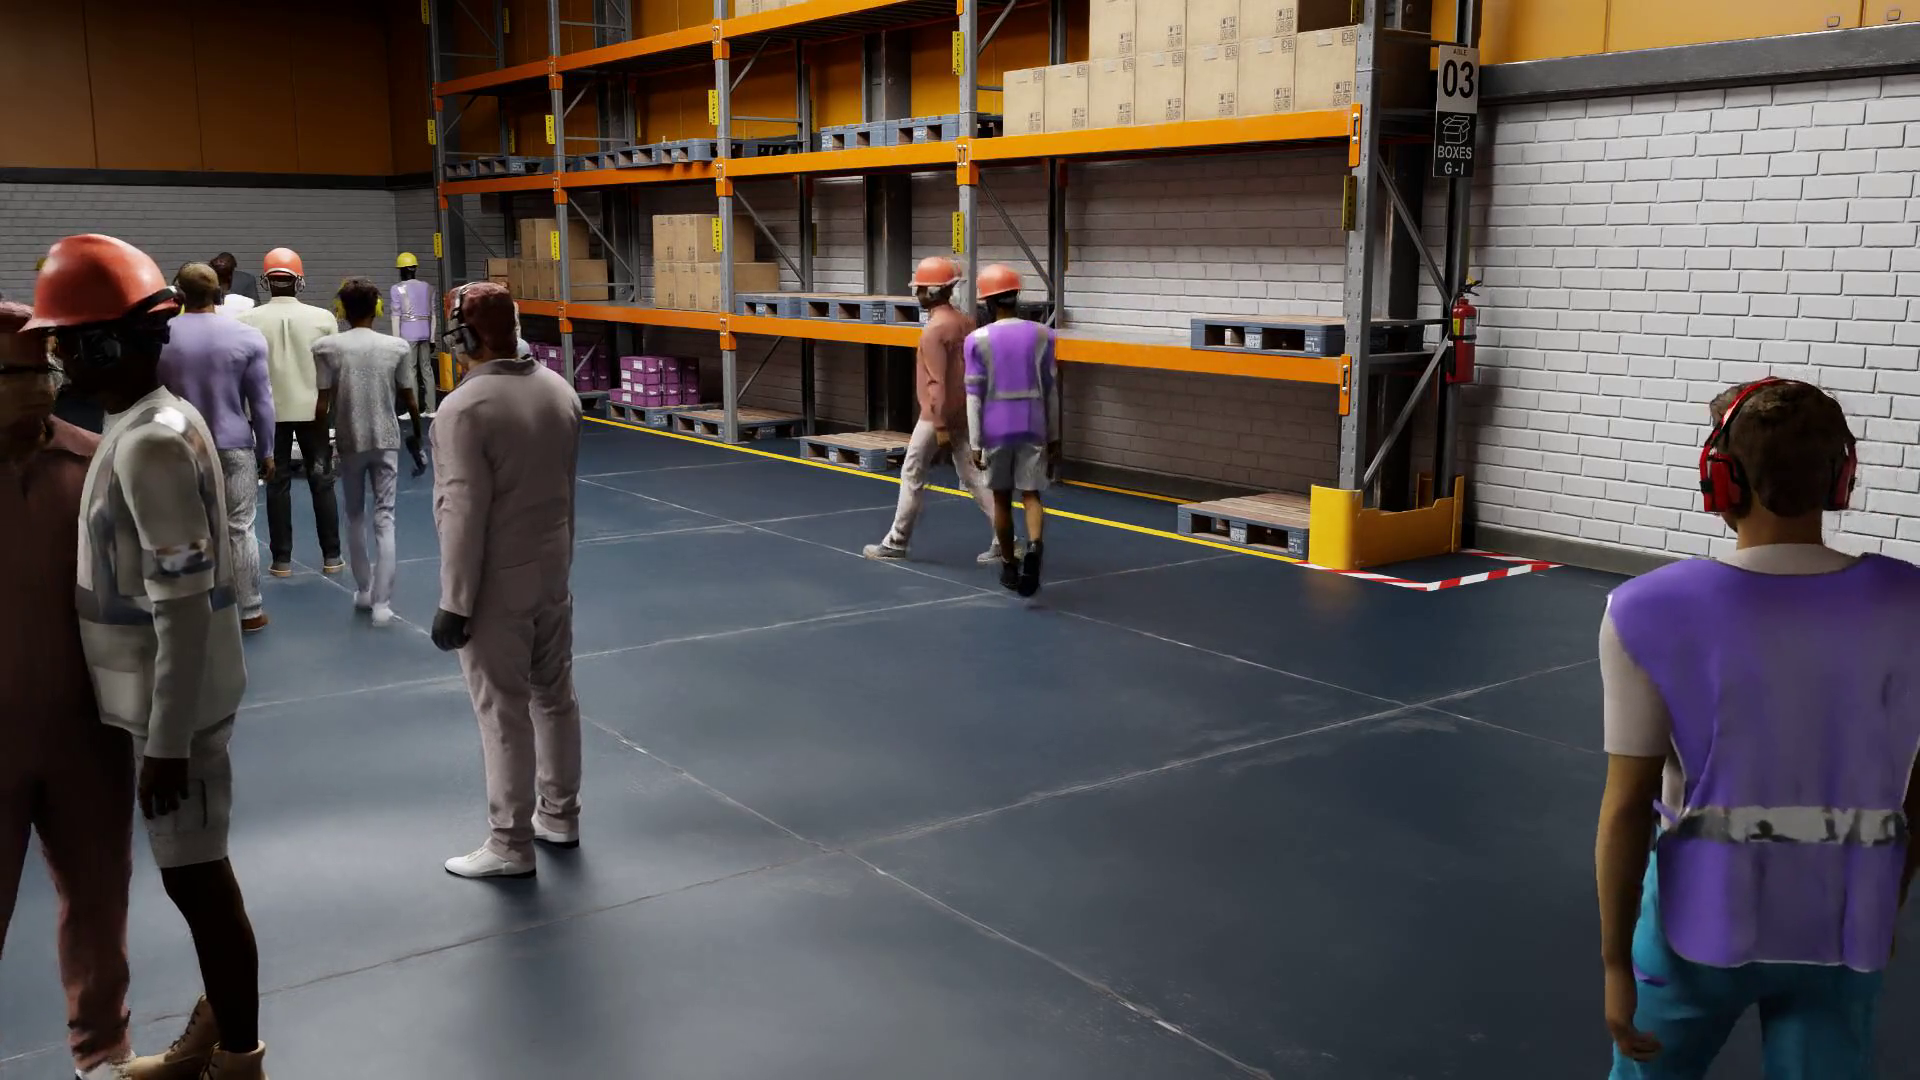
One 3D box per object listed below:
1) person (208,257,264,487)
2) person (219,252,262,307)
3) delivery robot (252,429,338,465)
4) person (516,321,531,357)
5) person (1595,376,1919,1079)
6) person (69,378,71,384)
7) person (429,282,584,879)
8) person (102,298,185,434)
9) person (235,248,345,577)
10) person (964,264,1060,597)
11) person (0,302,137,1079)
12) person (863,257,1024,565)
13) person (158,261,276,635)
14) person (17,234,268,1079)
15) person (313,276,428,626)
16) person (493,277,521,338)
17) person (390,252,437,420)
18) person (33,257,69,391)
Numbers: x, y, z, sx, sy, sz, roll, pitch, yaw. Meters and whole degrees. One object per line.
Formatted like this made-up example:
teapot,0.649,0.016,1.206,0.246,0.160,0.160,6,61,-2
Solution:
person,-6.025,-1.354,13.657,0.581,1.911,0.392,0,10,0
person,-9.631,-2.874,22.186,0.711,1.895,0.590,-3,11,-16
delivery robot,-5.755,-0.857,14.389,0.707,0.478,0.477,3,10,15
person,-3.231,-0.879,11.788,0.508,1.623,0.294,6,12,29
person,1.327,0.628,2.839,0.574,1.803,0.926,2,10,9
person,-12.723,-3.026,23.847,0.504,1.606,0.564,8,13,39
person,-1.473,0.133,5.344,0.404,1.902,0.636,4,11,21
person,-4.688,-0.565,9.731,0.601,1.711,0.707,-4,11,-23
person,-4.076,-0.775,10.156,0.621,1.992,0.397,-5,11,-24
person,0.314,-0.607,9.466,0.578,1.908,0.768,-1,10,-8
person,-2.104,0.428,3.767,0.409,1.899,0.681,7,12,34
person,-0.075,-0.797,10.453,1.036,1.948,0.614,5,11,25
person,-3.821,-0.436,8.479,0.639,1.941,0.531,-3,11,-18
person,-1.800,0.355,3.705,0.396,2.038,0.611,-5,11,-25
person,-3.188,-0.495,9.006,0.575,1.838,0.790,-3,11,-18
person,-5.404,-2.275,19.603,0.505,1.627,0.284,-10,14,-43
person,-6.296,-2.339,19.144,0.401,1.919,0.588,7,12,34
person,-12.454,-2.951,22.803,0.404,1.832,0.600,-2,10,-14
